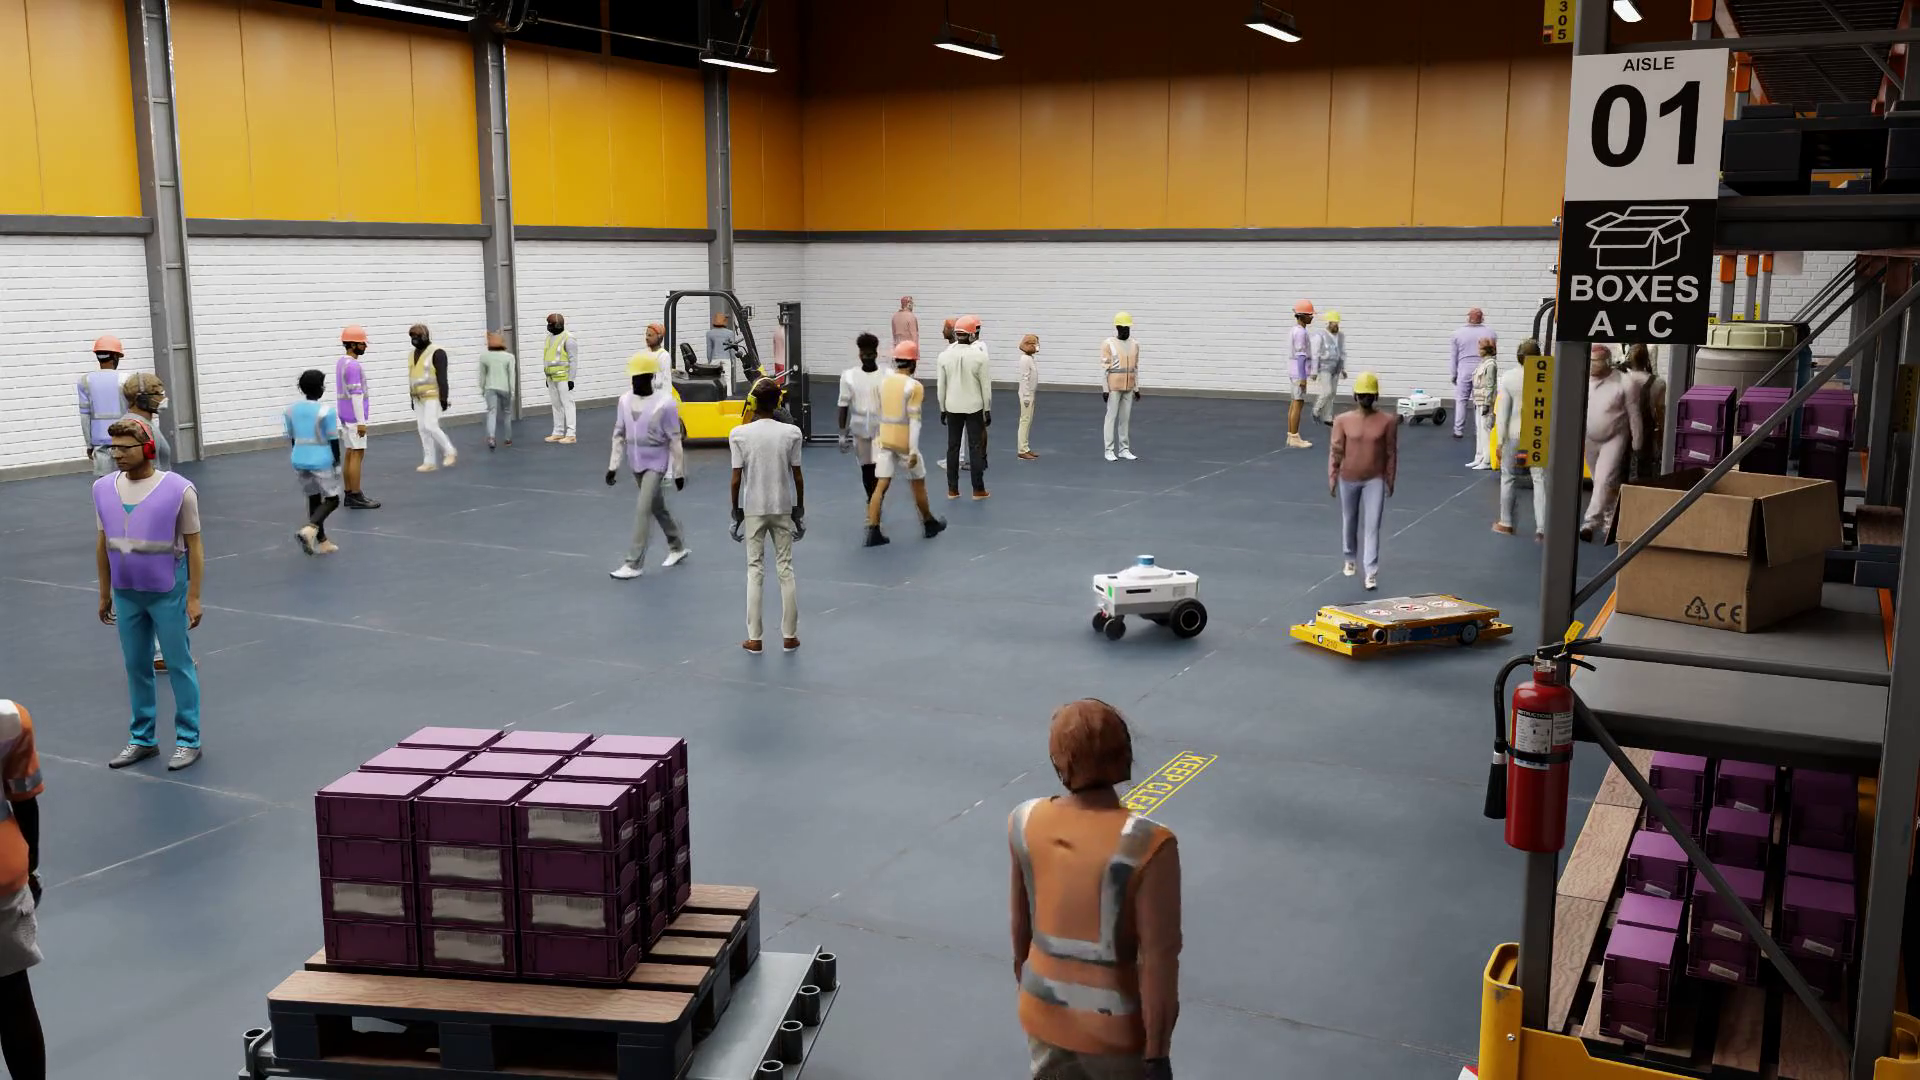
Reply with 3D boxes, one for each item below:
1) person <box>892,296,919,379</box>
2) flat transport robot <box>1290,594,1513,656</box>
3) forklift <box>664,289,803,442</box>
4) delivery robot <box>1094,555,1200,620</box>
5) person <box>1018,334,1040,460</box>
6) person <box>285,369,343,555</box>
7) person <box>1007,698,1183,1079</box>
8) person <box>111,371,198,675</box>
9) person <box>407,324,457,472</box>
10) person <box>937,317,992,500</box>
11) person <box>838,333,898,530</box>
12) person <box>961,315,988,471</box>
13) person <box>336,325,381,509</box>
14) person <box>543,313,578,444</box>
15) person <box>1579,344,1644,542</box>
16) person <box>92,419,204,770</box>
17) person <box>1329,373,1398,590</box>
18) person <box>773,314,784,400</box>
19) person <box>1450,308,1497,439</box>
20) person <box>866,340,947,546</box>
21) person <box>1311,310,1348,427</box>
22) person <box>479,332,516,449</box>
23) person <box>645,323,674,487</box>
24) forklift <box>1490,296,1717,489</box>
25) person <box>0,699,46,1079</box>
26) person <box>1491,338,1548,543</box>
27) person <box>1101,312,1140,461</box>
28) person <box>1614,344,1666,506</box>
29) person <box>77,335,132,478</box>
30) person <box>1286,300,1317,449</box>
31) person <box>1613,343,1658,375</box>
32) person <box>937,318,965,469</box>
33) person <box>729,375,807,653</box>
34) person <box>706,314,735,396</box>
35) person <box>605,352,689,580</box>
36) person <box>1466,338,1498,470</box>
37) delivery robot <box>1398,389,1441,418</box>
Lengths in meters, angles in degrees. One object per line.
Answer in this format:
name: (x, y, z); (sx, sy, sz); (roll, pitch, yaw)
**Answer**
person: (-0.951, -3.477, 30.242); (0.406, 1.910, 0.639); (-8, 13, -39)
flat transport robot: (3.067, 0.573, 11.533); (1.431, 0.197, 0.652); (-5, 11, -26)
forklift: (-3.358, -2.392, 23.136); (2.313, 2.155, 1.214); (-1, 10, -5)
delivery robot: (1.312, 0.351, 11.724); (0.707, 0.478, 0.477); (-3, 10, -15)
person: (0.900, -1.872, 21.742); (0.264, 1.632, 0.507); (2, 10, 11)
person: (-5.698, -0.658, 14.601); (0.536, 1.677, 0.579); (3, 10, 16)
person: (0.324, 1.190, 4.072); (0.560, 1.603, 0.394); (8, 13, 39)
person: (-5.210, -0.110, 10.667); (0.374, 1.939, 0.628); (-8, 12, -38)
person: (-6.543, -1.742, 20.446); (0.640, 1.823, 0.442); (7, 12, 34)
person: (0.058, -1.432, 18.149); (0.610, 1.996, 0.378); (3, 10, 17)
person: (-0.884, -1.072, 16.319); (0.623, 1.907, 1.020); (1, 10, 8)
person: (0.160, -1.818, 20.592); (0.385, 1.923, 0.550); (2, 10, 12)
person: (-6.351, -1.295, 17.527); (0.373, 1.934, 0.551); (-6, 12, -33)
person: (-5.665, -2.280, 23.514); (0.630, 1.839, 0.429); (9, 13, 41)
person: (6.044, -0.915, 15.640); (1.066, 1.848, 0.676); (-9, 13, -41)
person: (-4.213, 0.279, 8.680); (0.571, 1.843, 0.373); (1, 10, 8)
person: (3.279, -0.497, 13.548); (0.530, 1.722, 0.884); (3, 10, 17)
person: (-2.828, -2.821, 26.885); (0.325, 1.760, 0.523); (-7, 12, -33)
person: (7.435, -2.407, 24.102); (0.642, 1.898, 0.395); (4, 11, 23)
person: (-0.536, -0.903, 15.433); (0.569, 1.876, 1.014); (7, 12, 34)
person: (5.695, -2.628, 25.600); (0.609, 1.818, 0.419); (-7, 12, -34)
person: (-6.400, -2.072, 23.000); (0.509, 1.601, 0.807); (-1, 10, -5)
person: (-3.488, -1.546, 19.136); (0.356, 1.884, 0.574); (-6, 11, -30)
forklift: (7.296, -1.677, 18.993); (2.313, 2.155, 1.214); (5, 11, 27)
person: (-2.922, 1.020, 4.820); (0.315, 1.697, 0.541); (7, 12, 37)
person: (5.374, -0.933, 15.626); (0.677, 1.896, 0.731); (2, 10, 11)
person: (2.093, -1.990, 21.580); (0.585, 1.927, 0.366); (-6, 12, -32)
person: (6.466, -0.966, 15.932); (0.522, 1.828, 0.611); (1, 10, 8)
person: (-7.836, -0.927, 15.428); (0.543, 1.928, 0.374); (-1, 10, -9)
person: (4.716, -2.287, 22.960); (0.373, 2.042, 0.614); (1, 10, 4)
person: (9.381, -2.189, 23.111); (0.602, 1.806, 0.838); (10, 14, 44)
person: (-0.091, -1.829, 20.773); (0.355, 1.885, 0.575); (-2, 10, -9)
person: (-1.296, -0.162, 11.195); (0.524, 1.861, 0.325); (-2, 10, -12)
person: (-4.172, -3.130, 29.032); (0.500, 1.633, 0.284); (-1, 10, -5)
person: (-2.595, -0.643, 13.950); (0.588, 1.876, 1.033); (7, 12, 34)
person: (6.516, -1.688, 20.671); (0.309, 1.639, 0.522); (1, 10, 3)
delivery robot: (7.172, -2.110, 25.971); (0.707, 0.478, 0.477); (-7, 12, -34)
